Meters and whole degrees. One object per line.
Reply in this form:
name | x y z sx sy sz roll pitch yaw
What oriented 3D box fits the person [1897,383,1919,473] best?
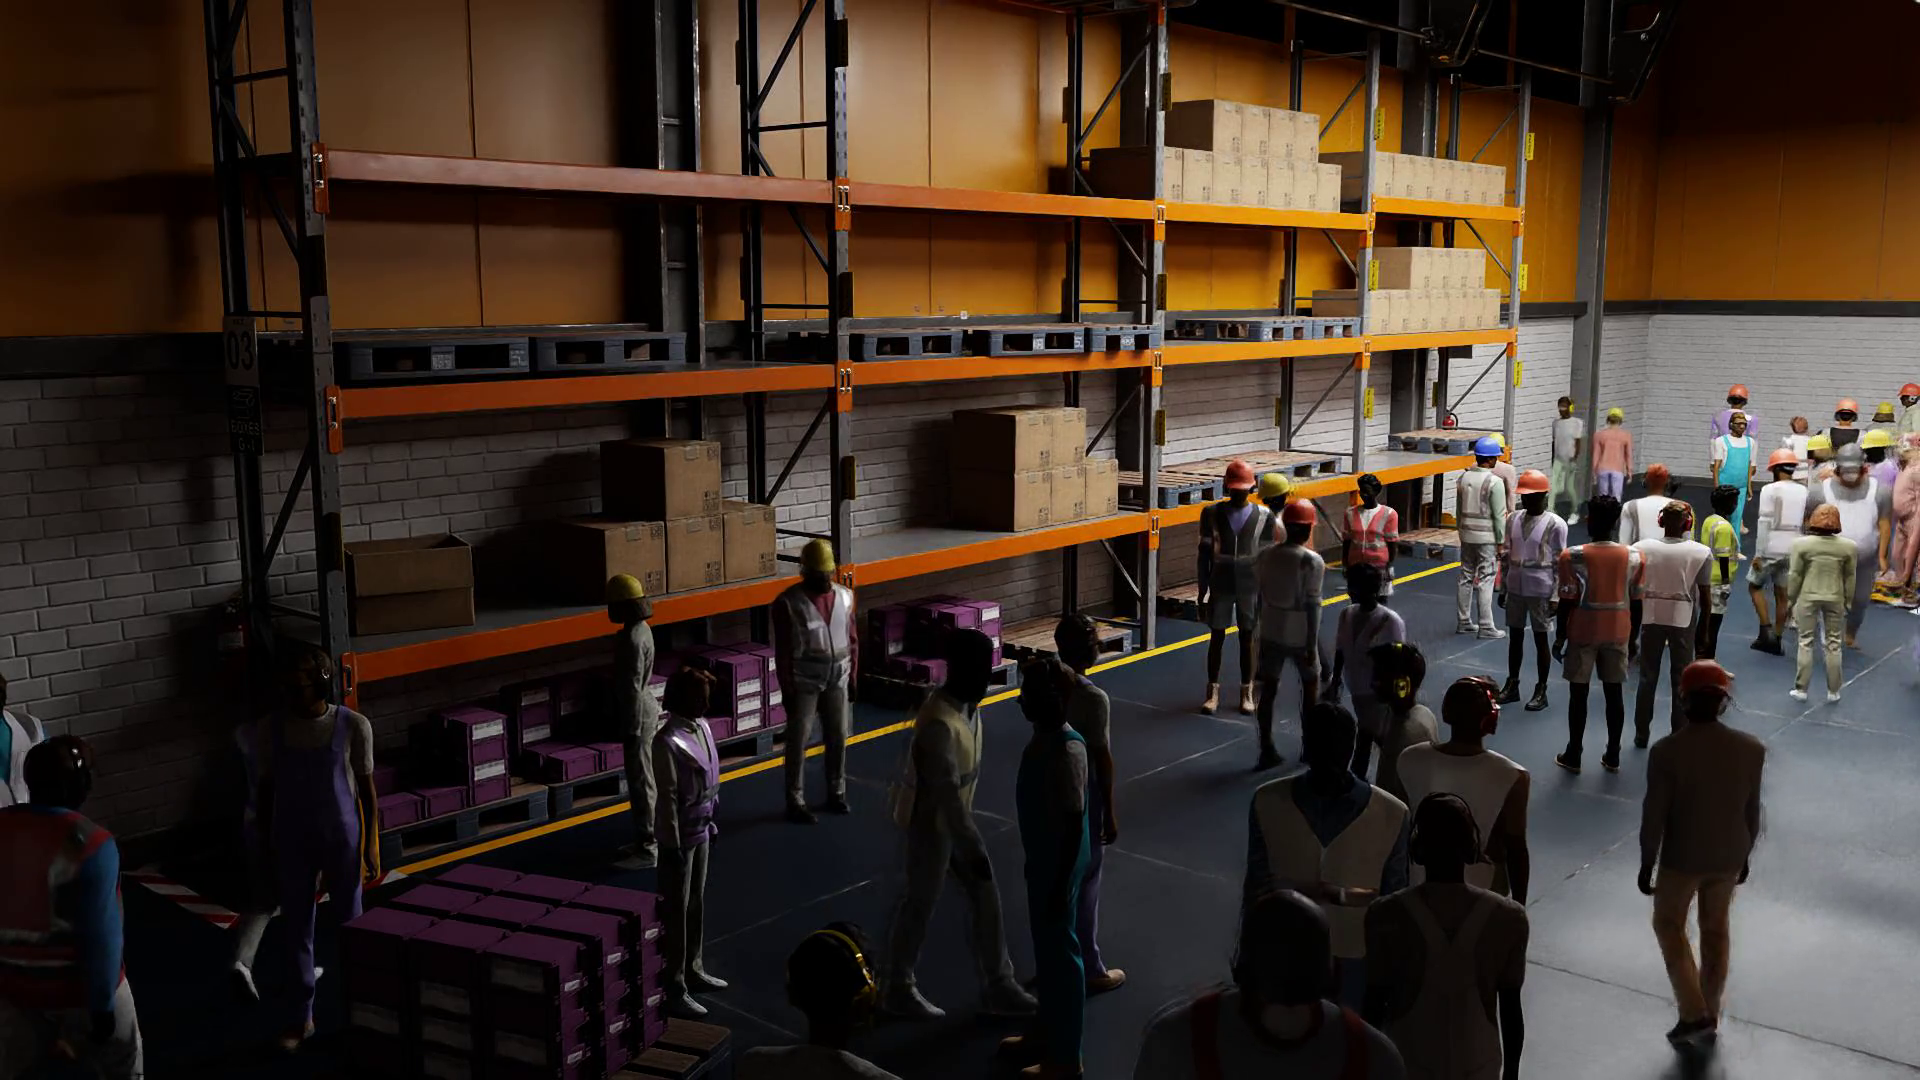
person | 13.470 -1.231 23.662 0.381 1.994 0.619 3 9 16

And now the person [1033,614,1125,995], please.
person | 0.562 1.266 8.040 0.345 1.846 0.508 -7 12 -40

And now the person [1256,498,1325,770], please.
person | 2.375 0.649 11.814 0.571 1.902 0.834 7 11 38

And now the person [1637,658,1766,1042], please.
person | 3.343 1.406 7.527 0.588 1.749 0.436 -1 9 -8

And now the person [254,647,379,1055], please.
person | -2.848 1.370 7.384 0.517 1.840 0.327 -1 9 -8

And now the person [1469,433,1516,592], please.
person | 5.894 -0.305 18.436 0.534 1.765 0.325 6 11 35

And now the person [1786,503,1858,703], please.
person | 7.022 0.512 13.581 0.501 1.633 0.284 3 9 19

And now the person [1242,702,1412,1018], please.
person | 1.335 1.527 6.126 0.592 1.919 0.392 2 9 16

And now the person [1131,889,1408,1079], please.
person | 0.754 1.772 4.149 0.688 2.000 1.002 2 9 10

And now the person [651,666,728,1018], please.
person | -1.289 1.398 7.849 0.309 1.640 0.513 2 9 11

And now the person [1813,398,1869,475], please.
person | 10.607 -0.686 20.049 0.611 2.032 0.411 4 10 26

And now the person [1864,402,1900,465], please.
person | 12.980 -1.071 23.439 0.299 1.745 0.483 -7 11 -40

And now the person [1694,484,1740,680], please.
person | 6.559 0.354 14.410 0.319 1.695 0.532 1 9 8

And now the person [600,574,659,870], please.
person | -1.931 1.056 9.771 0.324 1.730 0.490 -1 9 -9

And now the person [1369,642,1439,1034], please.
person | 1.952 1.364 7.377 0.324 1.860 0.516 4 10 25

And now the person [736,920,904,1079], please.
person | -0.307 1.858 4.160 0.513 1.867 0.328 3 9 20

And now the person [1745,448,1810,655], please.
person | 7.542 0.108 15.362 0.601 1.891 0.497 -2 9 -11

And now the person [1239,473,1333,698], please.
person | 2.730 0.377 13.717 0.623 1.873 0.912 -8 12 -42

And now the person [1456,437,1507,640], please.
person | 5.018 -0.019 16.001 0.388 1.948 0.605 -4 10 -26

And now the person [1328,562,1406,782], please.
person | 2.670 0.946 10.746 0.880 1.645 0.545 -5 10 -30

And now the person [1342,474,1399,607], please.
person | 3.738 0.233 15.218 0.535 1.690 0.319 6 11 34

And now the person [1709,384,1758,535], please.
person | 10.522 -1.092 22.615 0.616 2.039 0.384 8 12 42

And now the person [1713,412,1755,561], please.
person | 9.499 -0.656 20.436 0.507 1.846 0.345 -1 9 -7

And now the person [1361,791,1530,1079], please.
person | 1.517 1.700 5.273 0.505 1.839 0.348 1 9 9

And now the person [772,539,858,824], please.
person | -0.904 0.889 10.592 0.598 1.818 0.403 -6 10 -33

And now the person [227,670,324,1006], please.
person | -3.234 1.415 7.848 0.529 1.613 0.584 2 9 10

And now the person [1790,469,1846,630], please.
person | 8.569 0.100 16.351 0.838 1.595 0.526 -1 9 -5

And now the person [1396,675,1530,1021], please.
person | 2.029 1.462 6.766 0.563 1.847 0.388 8 12 41

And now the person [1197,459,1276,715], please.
person | 2.178 0.375 13.161 0.605 2.041 0.387 1 9 9

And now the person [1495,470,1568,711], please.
person | 4.560 0.398 13.340 0.356 1.937 0.552 -8 12 -41

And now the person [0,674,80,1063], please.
person | -4.136 1.419 7.119 0.429 1.831 0.635 5 10 27

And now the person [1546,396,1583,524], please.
person | 8.491 -1.103 23.341 0.842 1.840 0.520 -8 12 -42

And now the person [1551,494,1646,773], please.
person | 4.443 0.654 11.599 0.613 1.965 0.361 0 9 2

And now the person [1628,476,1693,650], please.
person | 6.454 0.227 15.339 0.537 1.646 0.877 6 11 33

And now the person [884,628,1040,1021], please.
person | 0.038 1.324 7.572 0.909 1.870 0.607 3 9 19

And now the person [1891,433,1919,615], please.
person | 9.912 -0.165 17.224 0.501 1.868 0.694 2 9 11

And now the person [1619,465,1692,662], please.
person | 6.096 0.257 14.615 0.581 1.831 0.997 5 10 29

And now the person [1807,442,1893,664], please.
person | 8.043 0.075 15.092 0.683 2.000 0.830 4 9 22

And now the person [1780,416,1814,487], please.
person | 11.222 -0.850 22.380 0.534 1.625 0.386 -1 9 -4

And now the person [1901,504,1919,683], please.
person | 8.310 0.301 13.929 0.730 1.958 0.617 -7 11 -40

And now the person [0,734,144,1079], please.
person | -3.317 1.612 5.999 0.620 1.798 0.934 2 9 12

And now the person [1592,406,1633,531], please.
person | 8.886 -0.947 22.684 0.531 1.738 0.577 4 10 22

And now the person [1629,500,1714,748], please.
person | 5.172 0.629 12.146 0.571 1.845 0.382 5 10 31

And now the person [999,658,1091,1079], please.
person | 0.379 1.407 7.131 0.346 1.846 0.506 -2 9 -12
